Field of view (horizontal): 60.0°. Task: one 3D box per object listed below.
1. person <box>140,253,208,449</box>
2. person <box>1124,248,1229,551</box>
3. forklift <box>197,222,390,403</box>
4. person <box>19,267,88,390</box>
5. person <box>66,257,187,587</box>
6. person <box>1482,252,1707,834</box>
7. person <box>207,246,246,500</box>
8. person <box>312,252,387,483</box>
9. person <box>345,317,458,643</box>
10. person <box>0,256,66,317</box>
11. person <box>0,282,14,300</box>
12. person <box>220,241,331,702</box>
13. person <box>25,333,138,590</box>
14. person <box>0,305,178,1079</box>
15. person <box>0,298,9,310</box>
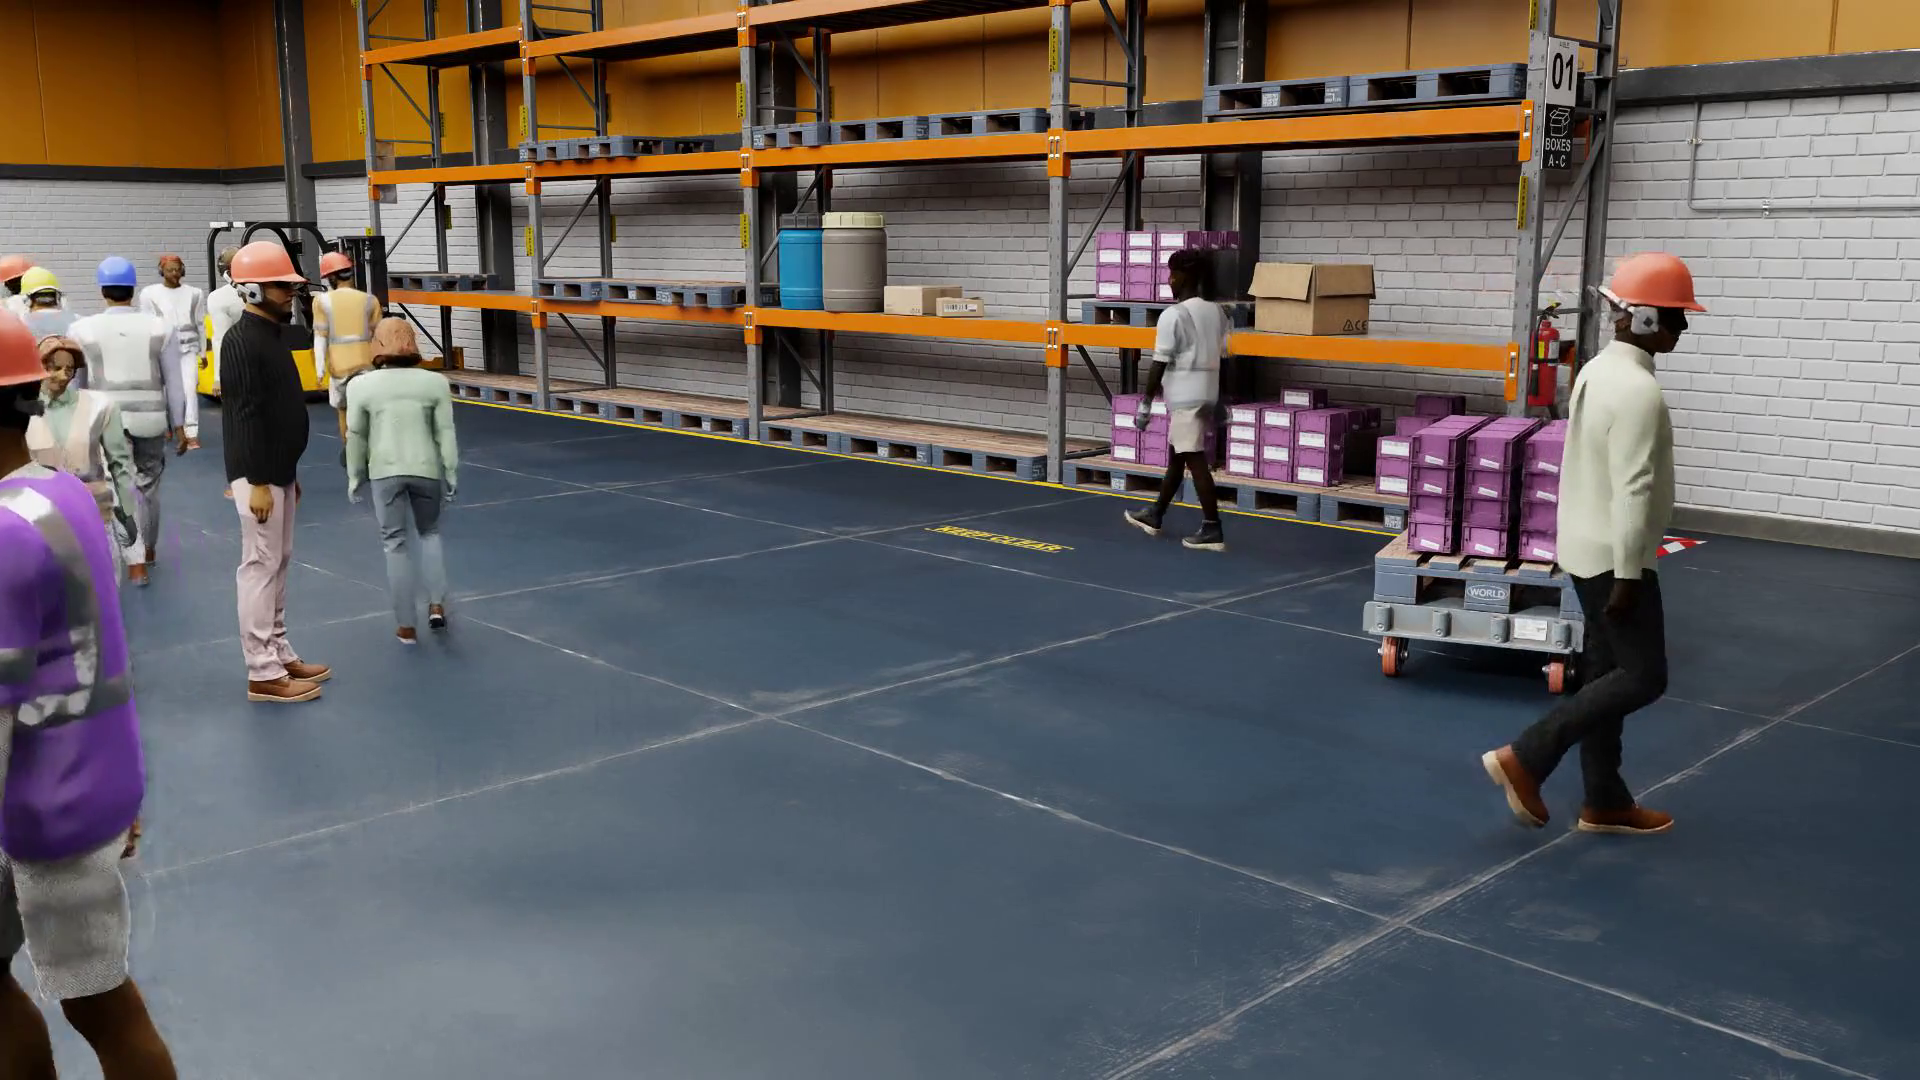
[{"bbox_3d":[-7.547,-1.820,15.973,0.587,1.864,0.804,-7,13,-34],"label":"person"},{"bbox_3d":[1.394,-0.922,10.860,0.957,1.920,0.625,10,14,42],"label":"person"},{"bbox_3d":[-8.169,-2.758,20.163,2.313,2.155,1.214,-10,14,-44],"label":"forklift"},{"bbox_3d":[-6.092,-0.906,11.126,0.771,1.800,0.621,10,14,44],"label":"person"},{"bbox_3d":[-4.919,-0.707,9.809,0.629,1.894,0.988,-6,12,-31],"label":"person"},{"bbox_3d":[2.109,0.042,5.511,0.583,1.972,0.618,1,10,3],"label":"person"},{"bbox_3d":[-5.488,-1.274,12.776,0.354,1.936,0.635,4,11,20],"label":"person"},{"bbox_3d":[-5.072,-1.444,13.866,0.595,1.869,0.995,-5,11,-25],"label":"person"},{"bbox_3d":[-2.782,-0.297,8.318,0.513,1.616,0.404,-5,12,-28],"label":"person"},{"bbox_3d":[-7.577,-1.404,13.707,0.577,1.860,1.030,-9,14,-41],"label":"person"},{"bbox_3d":[-10.473,-2.192,18.043,0.522,1.837,0.717,-8,13,-36],"label":"person"},{"bbox_3d":[-3.017,-0.300,7.300,0.391,1.995,0.613,-2,11,-9],"label":"person"},{"bbox_3d":[-3.864,-0.093,7.190,0.527,1.615,0.610,-7,12,-33],"label":"person"},{"bbox_3d":[-1.790,0.507,3.109,0.657,1.913,0.546,-5,11,-23],"label":"person"},{"bbox_3d":[-7.746,-1.282,13.139,0.638,1.820,0.455,-1,10,-3],"label":"person"}]
